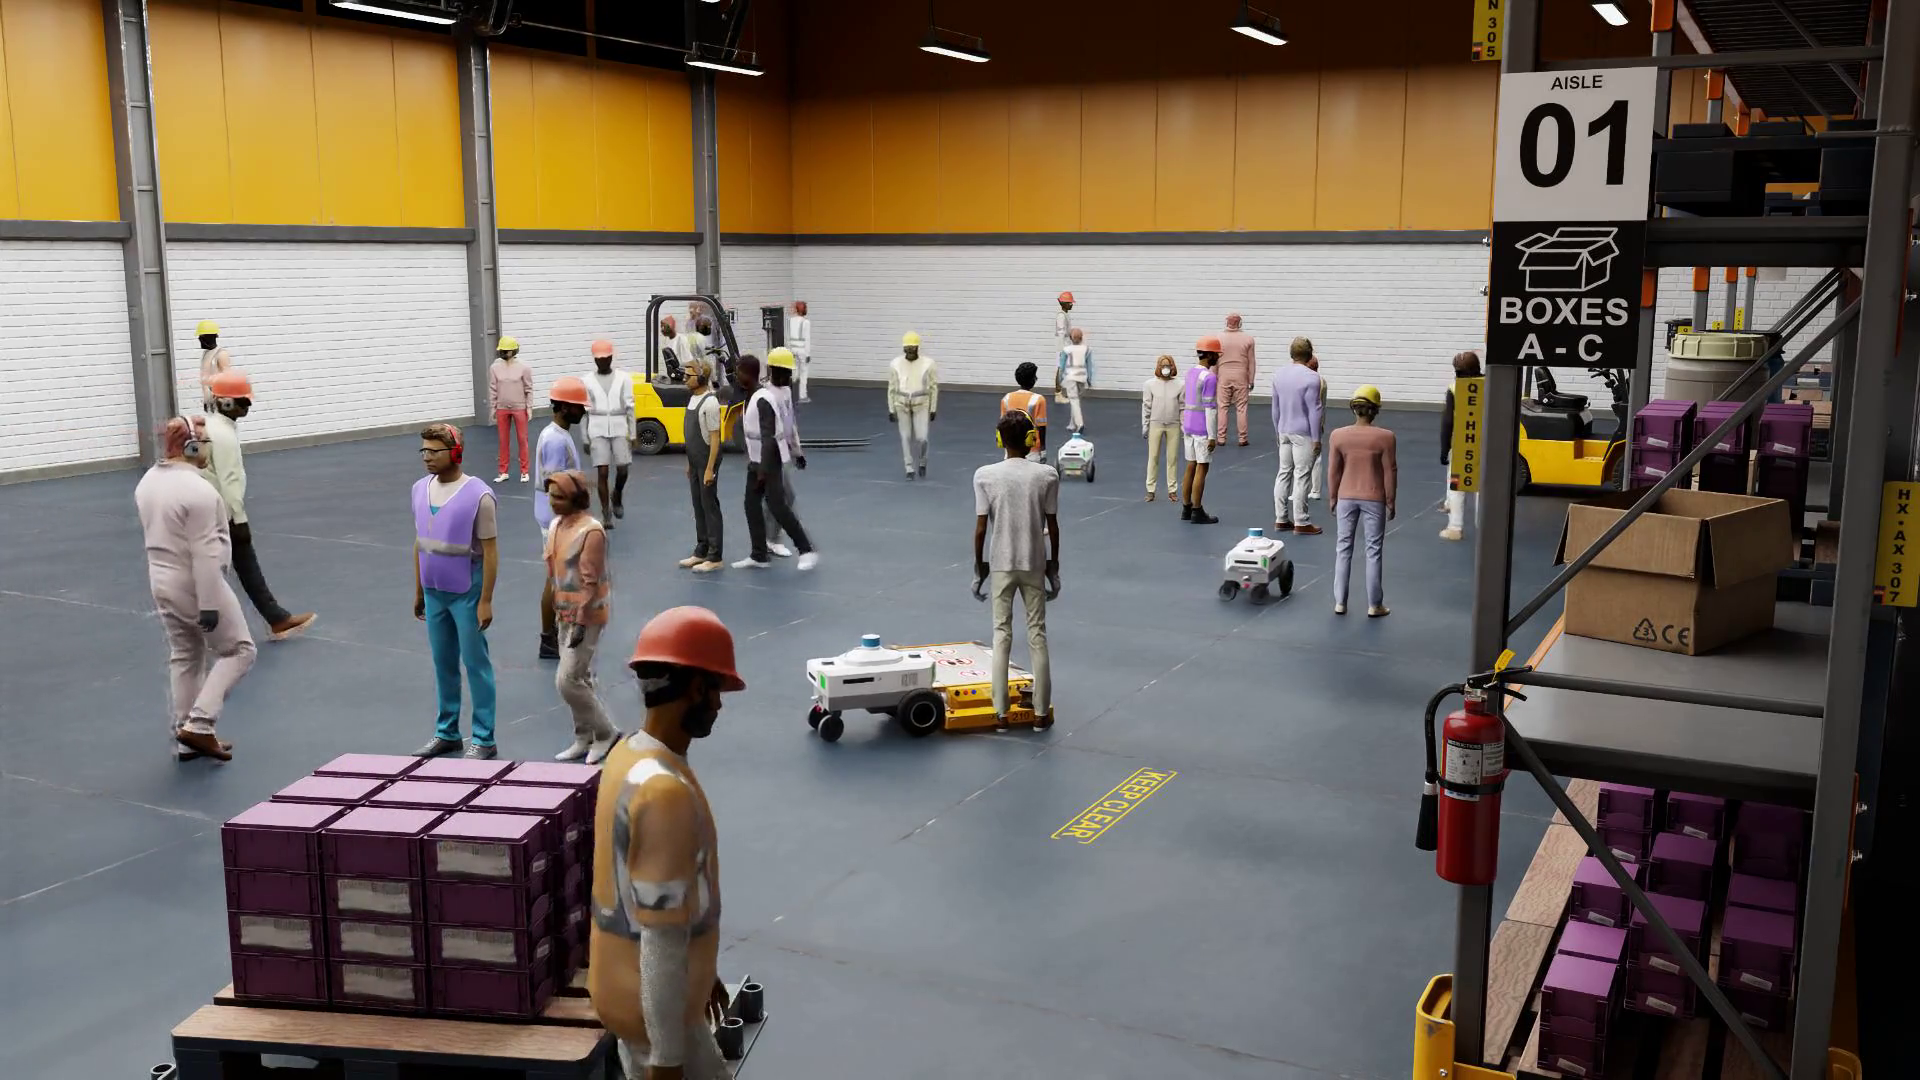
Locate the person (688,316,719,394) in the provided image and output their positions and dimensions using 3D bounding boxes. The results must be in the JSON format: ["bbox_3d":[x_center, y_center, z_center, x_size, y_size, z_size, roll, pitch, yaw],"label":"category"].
[{"bbox_3d":[-3.779,-2.381,24.537,0.523,1.814,0.651,-4,11,-21],"label":"person"}]

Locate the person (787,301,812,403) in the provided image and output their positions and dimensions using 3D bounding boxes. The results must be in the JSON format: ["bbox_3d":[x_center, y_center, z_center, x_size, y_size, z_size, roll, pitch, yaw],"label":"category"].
[{"bbox_3d":[-2.964,-3.440,30.474,0.592,1.870,0.504,9,13,41],"label":"person"}]

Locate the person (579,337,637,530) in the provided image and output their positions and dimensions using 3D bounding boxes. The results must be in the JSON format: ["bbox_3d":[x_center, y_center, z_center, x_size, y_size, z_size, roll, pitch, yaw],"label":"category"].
[{"bbox_3d":[-3.522,-1.072,16.632,0.564,1.919,0.501,-3,10,-14],"label":"person"}]

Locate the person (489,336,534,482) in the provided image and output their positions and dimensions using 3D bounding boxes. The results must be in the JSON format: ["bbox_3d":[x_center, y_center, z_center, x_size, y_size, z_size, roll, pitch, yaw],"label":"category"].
[{"bbox_3d":[-5.370,-1.563,19.925,0.526,1.765,0.329,1,10,4],"label":"person"}]

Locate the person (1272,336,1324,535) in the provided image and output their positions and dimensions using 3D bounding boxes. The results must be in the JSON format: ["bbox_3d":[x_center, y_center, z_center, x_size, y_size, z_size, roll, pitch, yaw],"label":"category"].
[{"bbox_3d":[3.310,-1.017,16.261,0.363,1.938,0.636,-6,11,-30],"label":"person"}]

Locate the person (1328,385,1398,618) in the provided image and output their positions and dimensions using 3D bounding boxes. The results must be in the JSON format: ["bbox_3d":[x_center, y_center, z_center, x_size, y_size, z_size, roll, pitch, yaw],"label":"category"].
[{"bbox_3d":[3.046,-0.293,12.592,0.523,1.760,0.327,5,11,28],"label":"person"}]

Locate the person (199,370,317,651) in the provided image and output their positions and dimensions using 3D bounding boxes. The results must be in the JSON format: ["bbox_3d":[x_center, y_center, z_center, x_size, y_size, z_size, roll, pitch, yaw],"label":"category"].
[{"bbox_3d":[-4.981,-0.194,11.483,1.003,1.936,0.640,-4,11,-22],"label":"person"}]

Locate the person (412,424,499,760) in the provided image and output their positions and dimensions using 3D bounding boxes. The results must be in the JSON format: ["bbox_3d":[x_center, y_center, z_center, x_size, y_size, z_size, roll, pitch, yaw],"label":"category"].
[{"bbox_3d":[-2.716,0.288,8.971,0.567,1.845,0.386,5,11,28],"label":"person"}]

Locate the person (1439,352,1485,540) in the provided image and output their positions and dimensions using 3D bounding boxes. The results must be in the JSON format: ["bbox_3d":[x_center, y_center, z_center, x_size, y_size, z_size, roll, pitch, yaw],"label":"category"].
[{"bbox_3d":[4.883,-0.873,15.873,0.656,1.837,0.431,-1,10,-8],"label":"person"}]

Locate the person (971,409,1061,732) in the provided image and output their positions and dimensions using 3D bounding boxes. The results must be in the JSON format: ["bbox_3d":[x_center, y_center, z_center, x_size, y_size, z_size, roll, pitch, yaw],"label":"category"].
[{"bbox_3d":[0.324,0.180,9.548,0.520,1.865,0.332,0,10,1],"label":"person"}]

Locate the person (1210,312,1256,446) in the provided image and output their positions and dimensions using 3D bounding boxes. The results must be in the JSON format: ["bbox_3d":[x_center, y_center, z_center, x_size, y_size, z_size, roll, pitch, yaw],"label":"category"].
[{"bbox_3d":[3.886,-2.284,23.680,0.636,1.911,0.406,2,10,12],"label":"person"}]

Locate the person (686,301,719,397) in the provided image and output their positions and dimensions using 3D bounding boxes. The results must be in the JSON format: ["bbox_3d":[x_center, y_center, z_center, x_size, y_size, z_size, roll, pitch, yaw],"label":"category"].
[{"bbox_3d":[-4.704,-3.363,29.988,0.658,1.888,0.552,9,13,42],"label":"person"}]

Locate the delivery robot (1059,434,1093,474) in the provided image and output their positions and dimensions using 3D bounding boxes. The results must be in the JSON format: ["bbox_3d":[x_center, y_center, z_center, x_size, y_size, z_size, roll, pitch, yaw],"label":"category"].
[{"bbox_3d":[1.411,-1.049,20.171,0.477,0.478,0.707,2,10,12],"label":"delivery robot"}]

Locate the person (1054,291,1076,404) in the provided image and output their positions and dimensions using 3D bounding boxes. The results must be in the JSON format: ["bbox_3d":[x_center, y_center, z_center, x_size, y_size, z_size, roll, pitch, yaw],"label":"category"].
[{"bbox_3d":[1.921,-3.513,30.407,0.394,2.041,0.612,1,10,7],"label":"person"}]

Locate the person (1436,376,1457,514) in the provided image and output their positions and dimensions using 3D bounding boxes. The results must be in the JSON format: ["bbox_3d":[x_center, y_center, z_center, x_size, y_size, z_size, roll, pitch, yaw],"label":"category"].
[{"bbox_3d":[5.304,-1.017,17.234,0.507,1.605,0.750,-5,11,-27],"label":"person"}]

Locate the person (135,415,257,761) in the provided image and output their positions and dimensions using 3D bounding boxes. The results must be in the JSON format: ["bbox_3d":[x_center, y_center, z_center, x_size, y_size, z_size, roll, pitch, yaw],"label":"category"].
[{"bbox_3d":[-4.102,0.273,8.944,0.648,1.892,0.436,6,12,32],"label":"person"}]

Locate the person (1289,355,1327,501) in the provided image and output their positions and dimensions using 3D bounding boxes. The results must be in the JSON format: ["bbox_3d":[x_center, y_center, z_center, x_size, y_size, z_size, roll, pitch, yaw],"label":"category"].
[{"bbox_3d":[3.839,-1.241,18.419,0.524,1.639,0.308,-6,11,-30],"label":"person"}]

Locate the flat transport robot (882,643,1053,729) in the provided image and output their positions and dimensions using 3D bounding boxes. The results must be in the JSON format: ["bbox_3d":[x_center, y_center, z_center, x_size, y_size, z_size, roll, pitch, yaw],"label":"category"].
[{"bbox_3d":[0.006,0.859,10.221,0.652,0.197,1.431,-3,10,-19],"label":"flat transport robot"}]

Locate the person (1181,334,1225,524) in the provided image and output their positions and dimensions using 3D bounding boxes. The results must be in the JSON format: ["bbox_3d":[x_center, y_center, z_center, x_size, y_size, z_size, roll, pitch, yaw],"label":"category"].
[{"bbox_3d":[2.483,-1.125,16.935,0.394,1.930,0.539,-3,10,-18],"label":"person"}]

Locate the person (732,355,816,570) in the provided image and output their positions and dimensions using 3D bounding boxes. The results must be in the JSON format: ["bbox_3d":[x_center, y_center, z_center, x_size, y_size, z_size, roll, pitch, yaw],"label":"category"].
[{"bbox_3d":[-1.620,-0.672,14.460,0.709,1.883,0.612,-4,11,-22],"label":"person"}]

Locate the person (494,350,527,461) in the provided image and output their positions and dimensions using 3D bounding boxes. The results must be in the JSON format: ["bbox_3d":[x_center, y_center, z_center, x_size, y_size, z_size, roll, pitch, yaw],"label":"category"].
[{"bbox_3d":[-5.953,-1.862,22.032,0.498,1.633,0.282,2,10,14],"label":"person"}]

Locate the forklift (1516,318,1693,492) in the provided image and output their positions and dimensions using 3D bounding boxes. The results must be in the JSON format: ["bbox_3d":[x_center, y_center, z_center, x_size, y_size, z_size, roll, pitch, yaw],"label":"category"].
[{"bbox_3d":[7.066,-1.601,18.899,2.313,2.155,1.214,5,11,27],"label":"forklift"}]

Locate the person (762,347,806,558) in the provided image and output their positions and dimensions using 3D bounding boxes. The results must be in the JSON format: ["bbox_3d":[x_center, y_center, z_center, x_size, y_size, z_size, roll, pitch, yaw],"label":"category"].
[{"bbox_3d":[-1.628,-0.793,15.066,0.563,1.902,0.611,2,10,13],"label":"person"}]

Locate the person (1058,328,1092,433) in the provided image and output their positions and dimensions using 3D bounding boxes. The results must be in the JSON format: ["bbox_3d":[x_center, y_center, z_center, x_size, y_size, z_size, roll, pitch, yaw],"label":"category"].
[{"bbox_3d":[1.786,-2.446,25.489,0.523,1.611,0.800,-4,10,-20],"label":"person"}]

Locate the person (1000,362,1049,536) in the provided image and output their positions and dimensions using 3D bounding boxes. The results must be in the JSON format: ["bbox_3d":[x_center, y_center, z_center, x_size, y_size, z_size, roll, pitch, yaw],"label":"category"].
[{"bbox_3d":[0.627,-0.880,16.161,0.536,1.696,0.322,8,13,39],"label":"person"}]

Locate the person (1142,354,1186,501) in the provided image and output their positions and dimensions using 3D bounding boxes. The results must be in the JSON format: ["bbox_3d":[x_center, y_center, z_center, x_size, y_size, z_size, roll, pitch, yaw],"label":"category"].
[{"bbox_3d":[2.264,-1.237,18.413,0.507,1.633,0.278,0,10,1],"label":"person"}]

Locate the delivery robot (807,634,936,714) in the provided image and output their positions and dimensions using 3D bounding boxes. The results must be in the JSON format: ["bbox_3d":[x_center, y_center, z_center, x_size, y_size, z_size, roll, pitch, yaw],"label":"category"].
[{"bbox_3d":[-0.510,0.787,9.547,0.707,0.478,0.477,-3,10,-19],"label":"delivery robot"}]

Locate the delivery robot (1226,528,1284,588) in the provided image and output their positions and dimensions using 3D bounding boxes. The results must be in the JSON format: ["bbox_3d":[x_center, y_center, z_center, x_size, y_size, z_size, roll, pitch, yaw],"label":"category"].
[{"bbox_3d":[2.352,0.148,13.244,0.477,0.478,0.707,4,11,21],"label":"delivery robot"}]

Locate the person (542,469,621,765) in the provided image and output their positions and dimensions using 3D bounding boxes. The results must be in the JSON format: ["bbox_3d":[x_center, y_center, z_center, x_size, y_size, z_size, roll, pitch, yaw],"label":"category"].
[{"bbox_3d":[-2.034,0.428,8.810,0.412,1.620,0.534,-8,12,-38],"label":"person"}]

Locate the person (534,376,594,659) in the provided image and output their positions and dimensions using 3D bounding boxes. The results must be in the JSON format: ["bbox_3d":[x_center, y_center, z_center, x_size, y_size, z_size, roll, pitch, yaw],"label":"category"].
[{"bbox_3d":[-2.678,-0.151,11.319,0.418,1.920,0.542,-1,10,-8],"label":"person"}]

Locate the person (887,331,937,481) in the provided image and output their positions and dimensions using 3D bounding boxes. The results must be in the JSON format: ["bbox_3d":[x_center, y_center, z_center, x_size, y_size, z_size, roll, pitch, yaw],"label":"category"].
[{"bbox_3d":[-0.581,-1.607,20.019,0.601,1.814,0.421,1,10,5],"label":"person"}]

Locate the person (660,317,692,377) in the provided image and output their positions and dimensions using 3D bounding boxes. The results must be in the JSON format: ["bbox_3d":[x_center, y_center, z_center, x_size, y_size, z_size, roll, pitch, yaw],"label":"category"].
[{"bbox_3d":[-4.064,-2.323,24.173,0.851,1.826,0.642,-10,14,-44],"label":"person"}]

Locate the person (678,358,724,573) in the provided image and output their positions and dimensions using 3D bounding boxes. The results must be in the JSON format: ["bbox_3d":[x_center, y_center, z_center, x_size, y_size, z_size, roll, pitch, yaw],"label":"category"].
[{"bbox_3d":[-2.233,-0.643,14.361,0.345,1.846,0.506,-6,11,-30],"label":"person"}]

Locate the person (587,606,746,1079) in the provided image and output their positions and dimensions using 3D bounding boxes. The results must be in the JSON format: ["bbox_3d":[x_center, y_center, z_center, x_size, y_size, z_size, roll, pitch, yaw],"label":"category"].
[{"bbox_3d":[-0.703,1.116,4.066,0.469,1.886,0.616,-4,10,-20],"label":"person"}]

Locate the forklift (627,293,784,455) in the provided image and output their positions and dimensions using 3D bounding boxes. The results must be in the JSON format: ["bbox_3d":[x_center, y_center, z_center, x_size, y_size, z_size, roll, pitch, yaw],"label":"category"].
[{"bbox_3d":[-3.588,-2.317,23.042,2.313,2.155,1.214,-1,10,-5],"label":"forklift"}]

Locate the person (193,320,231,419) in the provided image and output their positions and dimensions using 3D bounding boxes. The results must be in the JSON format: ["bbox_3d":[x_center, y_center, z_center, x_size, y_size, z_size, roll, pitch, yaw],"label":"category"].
[{"bbox_3d":[-9.143,-1.728,20.407,0.593,1.924,0.380,9,13,42],"label":"person"}]
